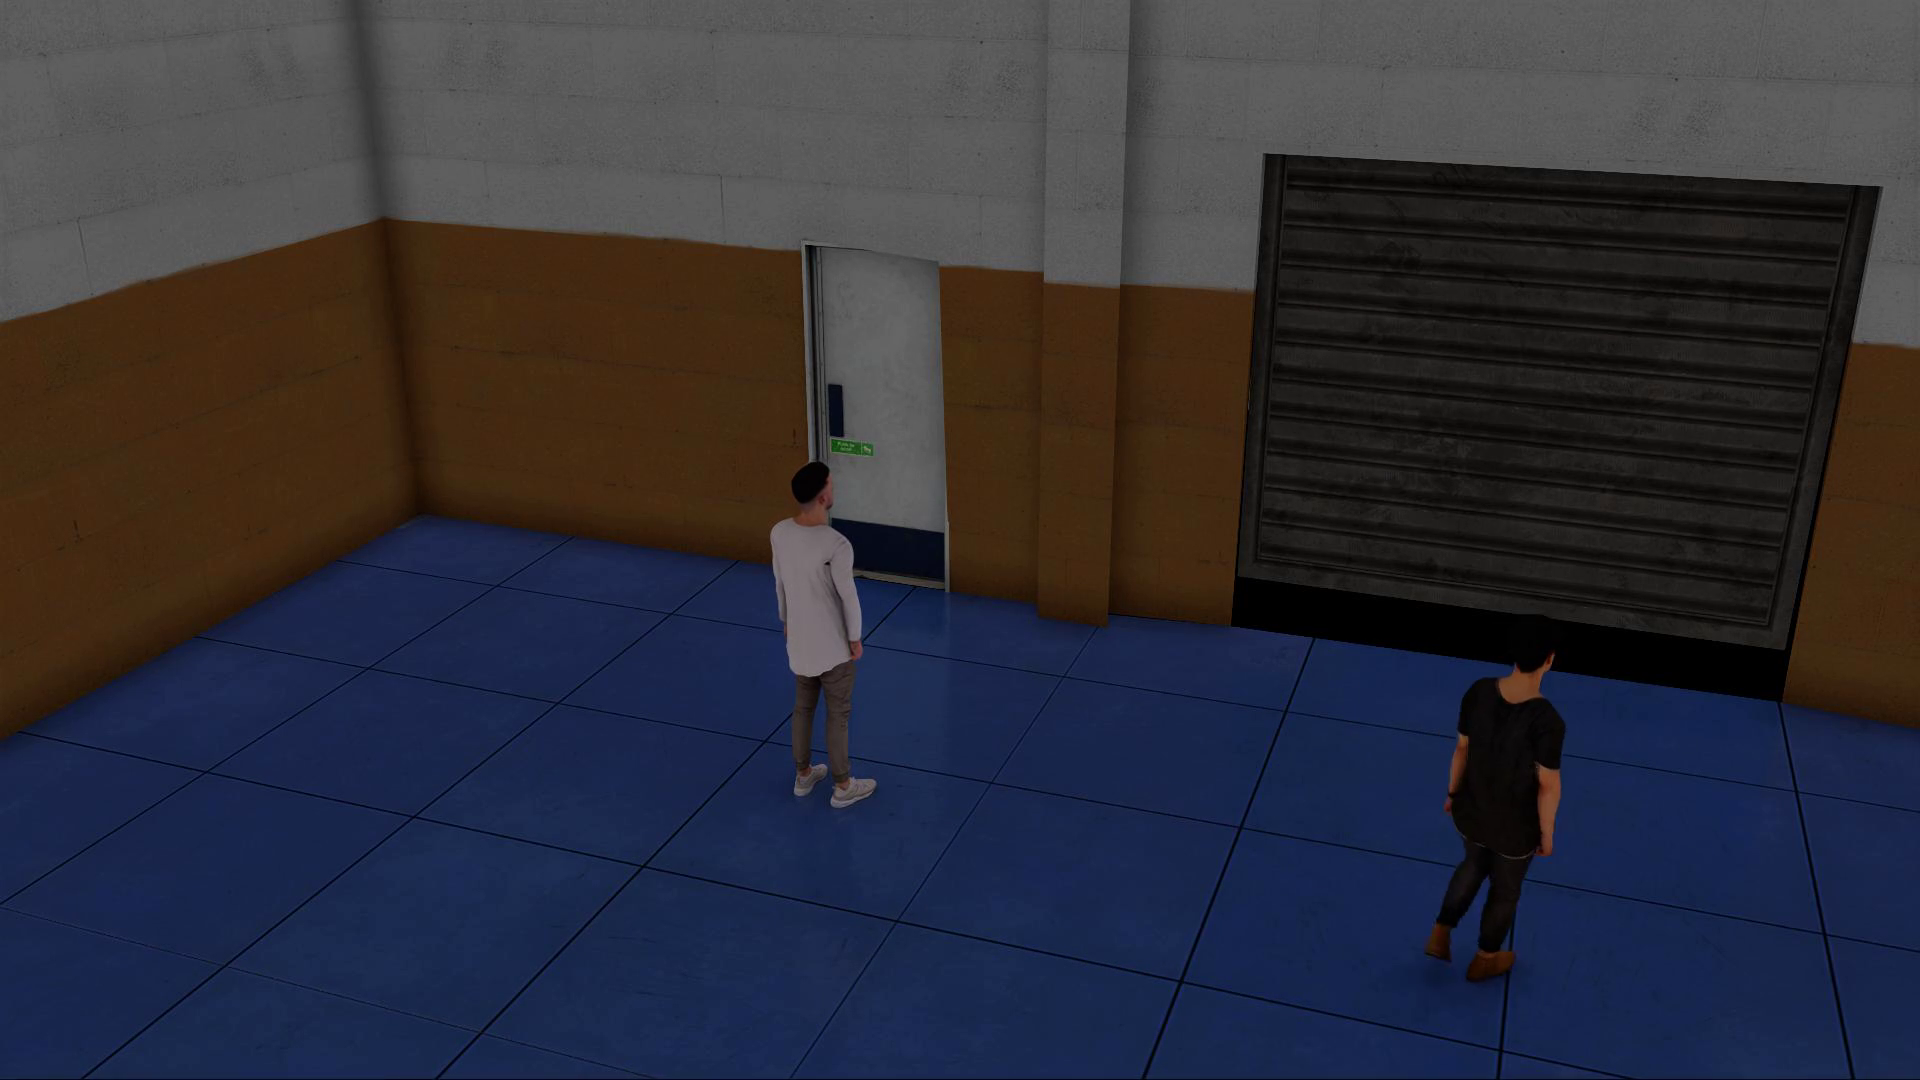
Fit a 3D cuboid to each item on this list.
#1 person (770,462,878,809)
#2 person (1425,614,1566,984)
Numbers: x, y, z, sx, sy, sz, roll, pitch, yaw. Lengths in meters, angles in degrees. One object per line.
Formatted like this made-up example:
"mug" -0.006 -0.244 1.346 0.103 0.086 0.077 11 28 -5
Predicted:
"person" -0.705 0.471 8.380 0.593 1.841 0.781 14 26 32
"person" 2.204 1.129 6.927 0.883 1.704 0.827 -15 26 -33
